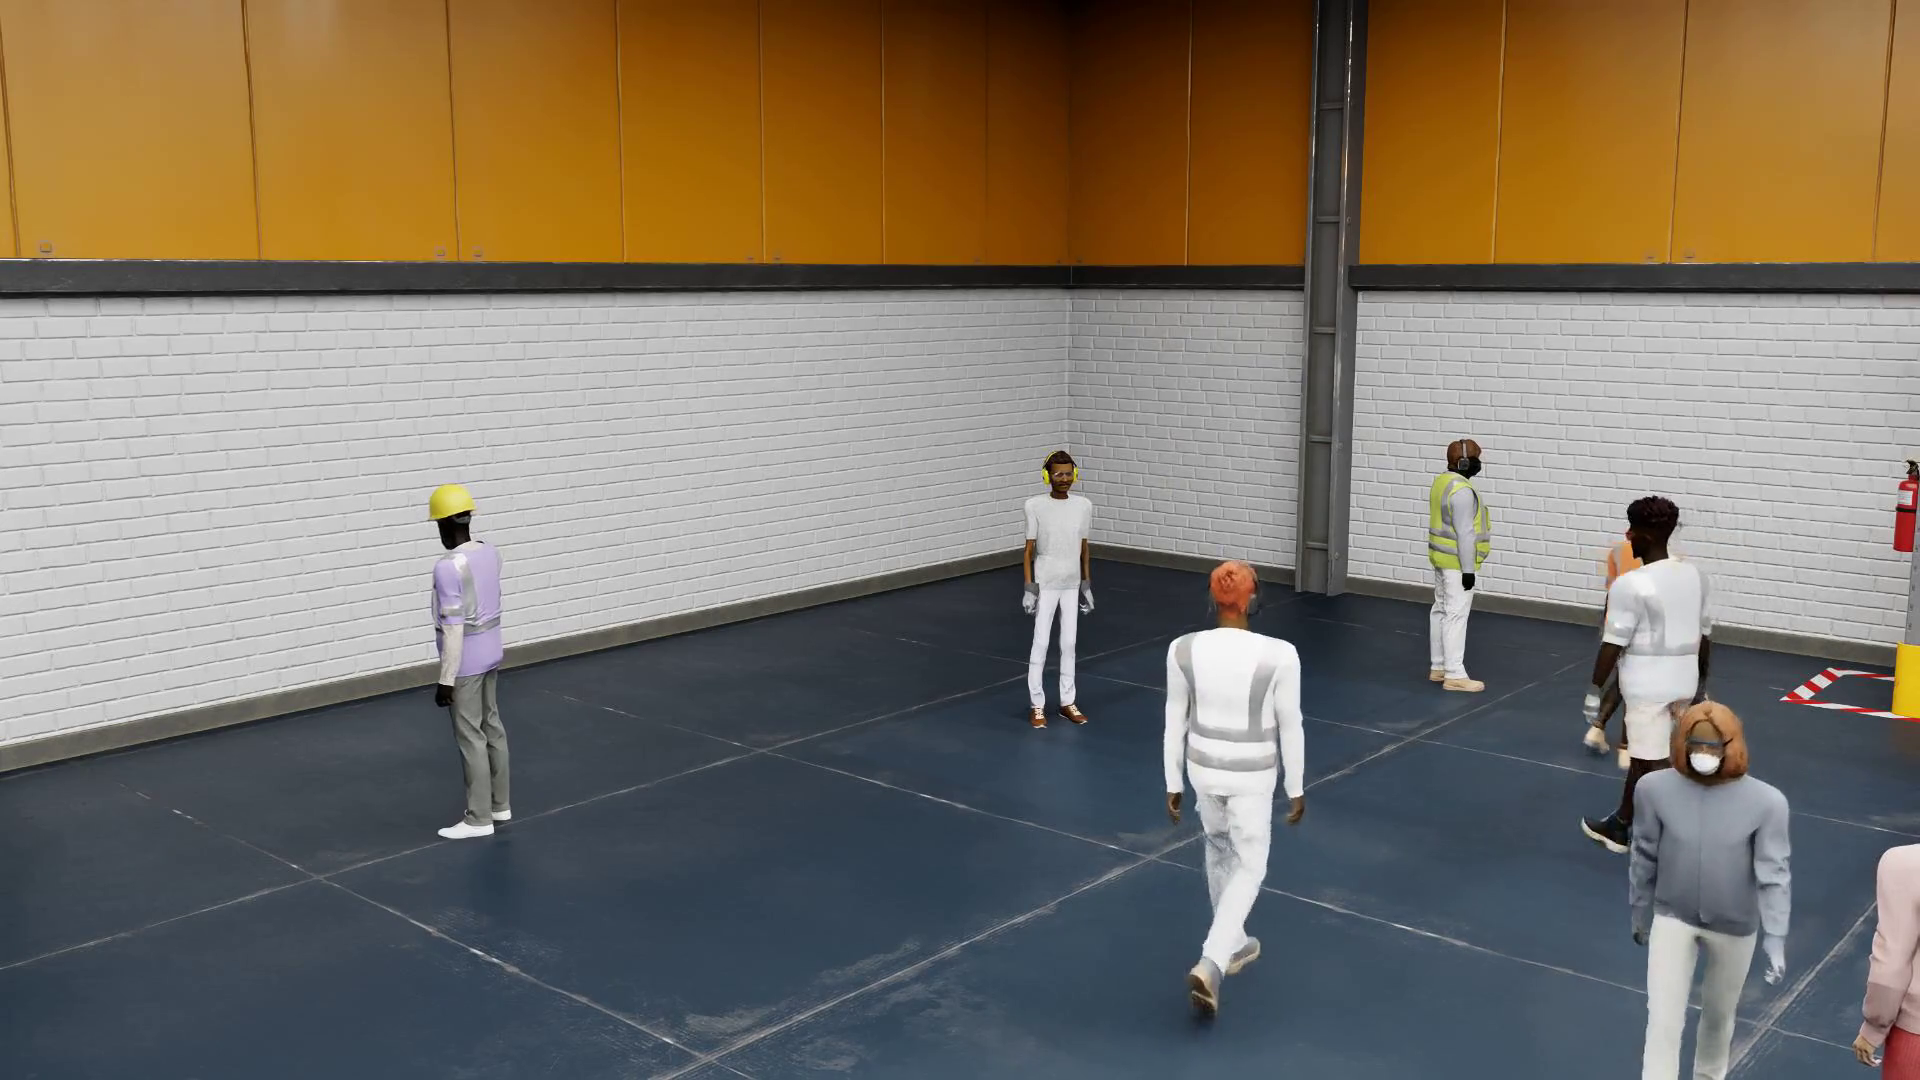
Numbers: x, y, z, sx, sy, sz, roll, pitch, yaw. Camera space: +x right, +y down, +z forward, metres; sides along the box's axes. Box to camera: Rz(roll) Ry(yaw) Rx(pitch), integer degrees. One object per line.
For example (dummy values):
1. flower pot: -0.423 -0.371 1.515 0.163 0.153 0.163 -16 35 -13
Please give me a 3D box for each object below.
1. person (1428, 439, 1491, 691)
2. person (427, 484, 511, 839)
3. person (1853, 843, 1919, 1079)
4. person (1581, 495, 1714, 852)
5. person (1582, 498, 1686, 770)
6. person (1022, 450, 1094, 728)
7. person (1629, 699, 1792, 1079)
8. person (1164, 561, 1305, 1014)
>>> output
1. person: 3.667 0.177 12.230 0.429 1.845 0.621 0 9 -1
2. person: -2.675 0.656 8.980 0.385 1.917 0.593 2 9 10
3. person: 2.855 1.396 4.811 0.527 1.768 0.313 -1 9 -4
4. person: 3.441 0.730 8.475 0.627 1.922 0.913 -5 10 -27
5. person: 4.185 0.577 10.257 0.405 1.669 0.550 -5 10 -29
6. person: 0.663 0.328 11.205 0.512 1.868 0.328 -3 10 -20
7. person: 2.530 1.342 5.665 0.520 1.589 0.829 5 10 29
8. person: 1.122 1.013 6.961 0.579 1.858 0.874 5 10 30
